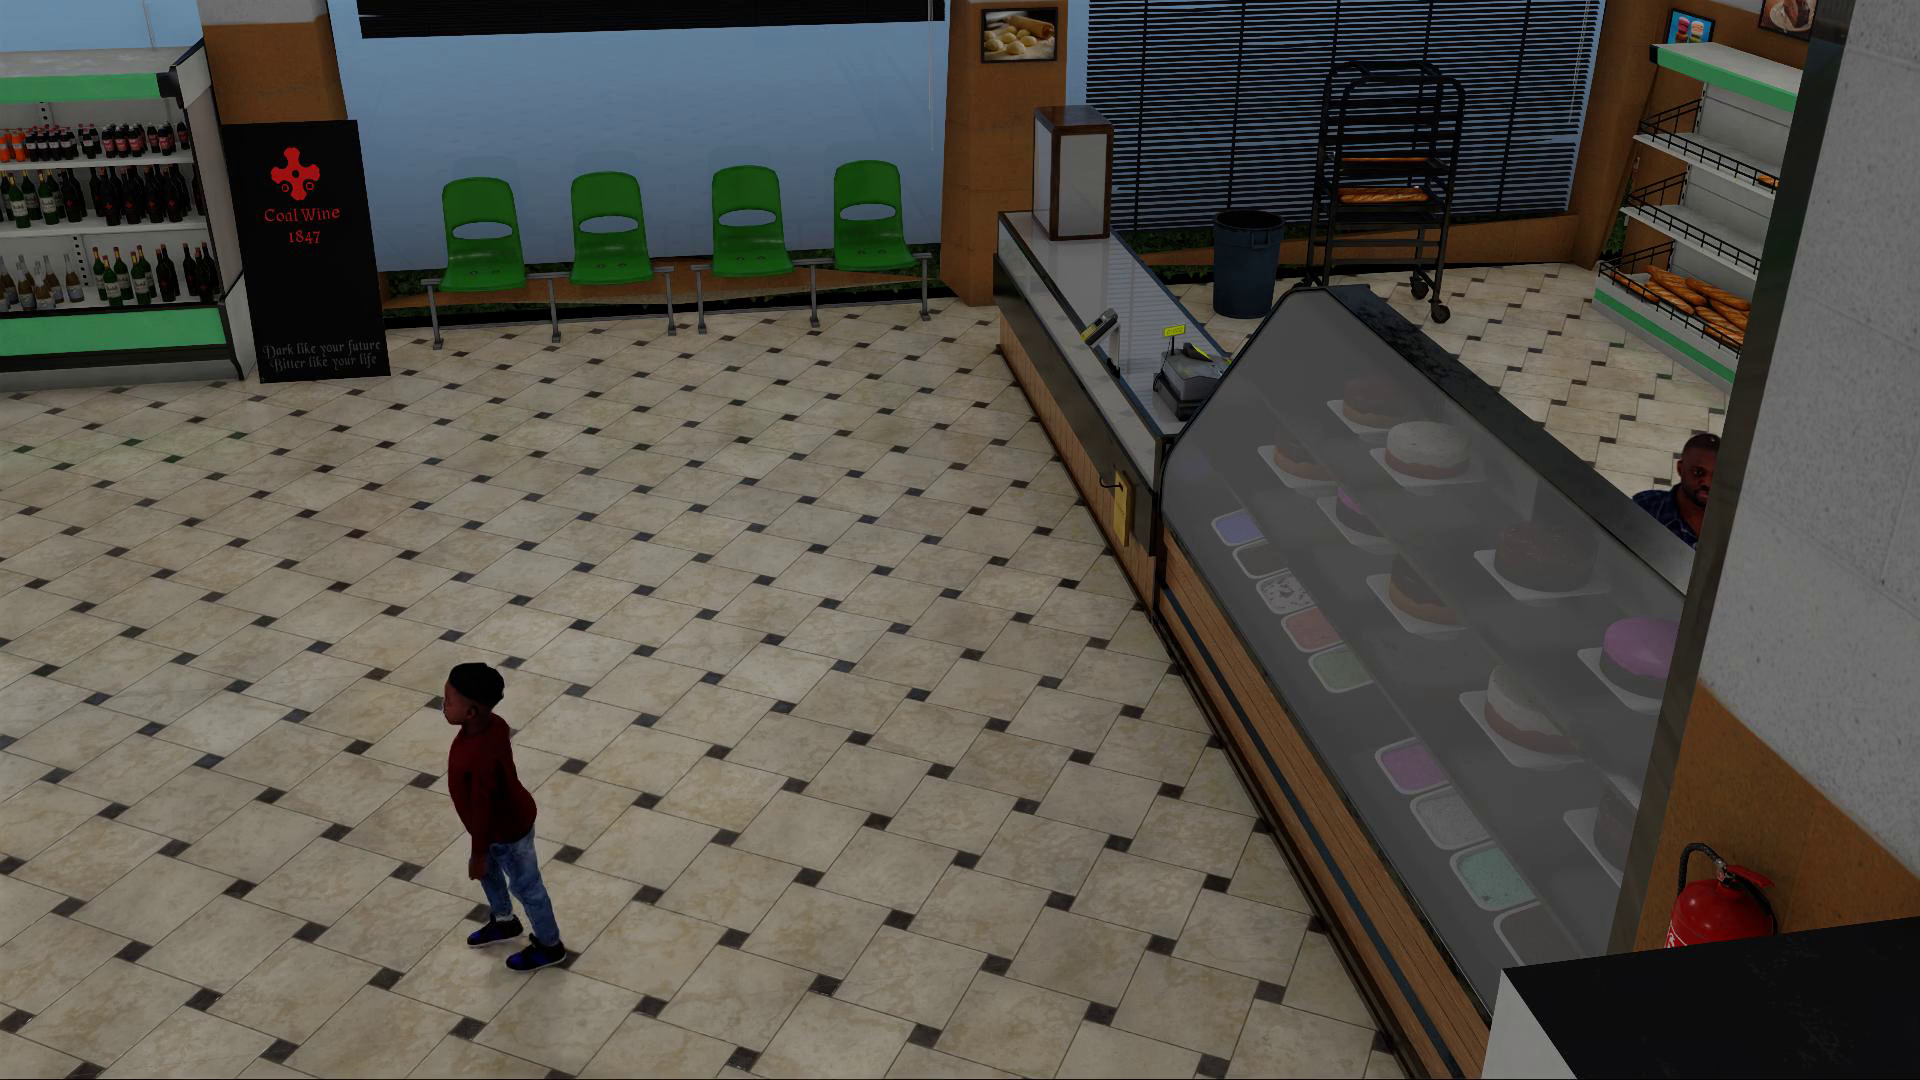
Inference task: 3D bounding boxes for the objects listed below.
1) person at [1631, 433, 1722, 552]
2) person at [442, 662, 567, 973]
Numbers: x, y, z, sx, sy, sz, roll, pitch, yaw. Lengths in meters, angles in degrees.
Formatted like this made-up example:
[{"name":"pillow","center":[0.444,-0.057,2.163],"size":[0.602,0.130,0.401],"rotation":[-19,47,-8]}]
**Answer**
[{"name":"person","center":[2.639,0.438,6.264],"size":[0.659,1.824,0.805],"rotation":[4,27,7]},{"name":"person","center":[-1.543,0.975,5.850],"size":[0.581,1.242,0.527],"rotation":[-8,28,-15]}]
